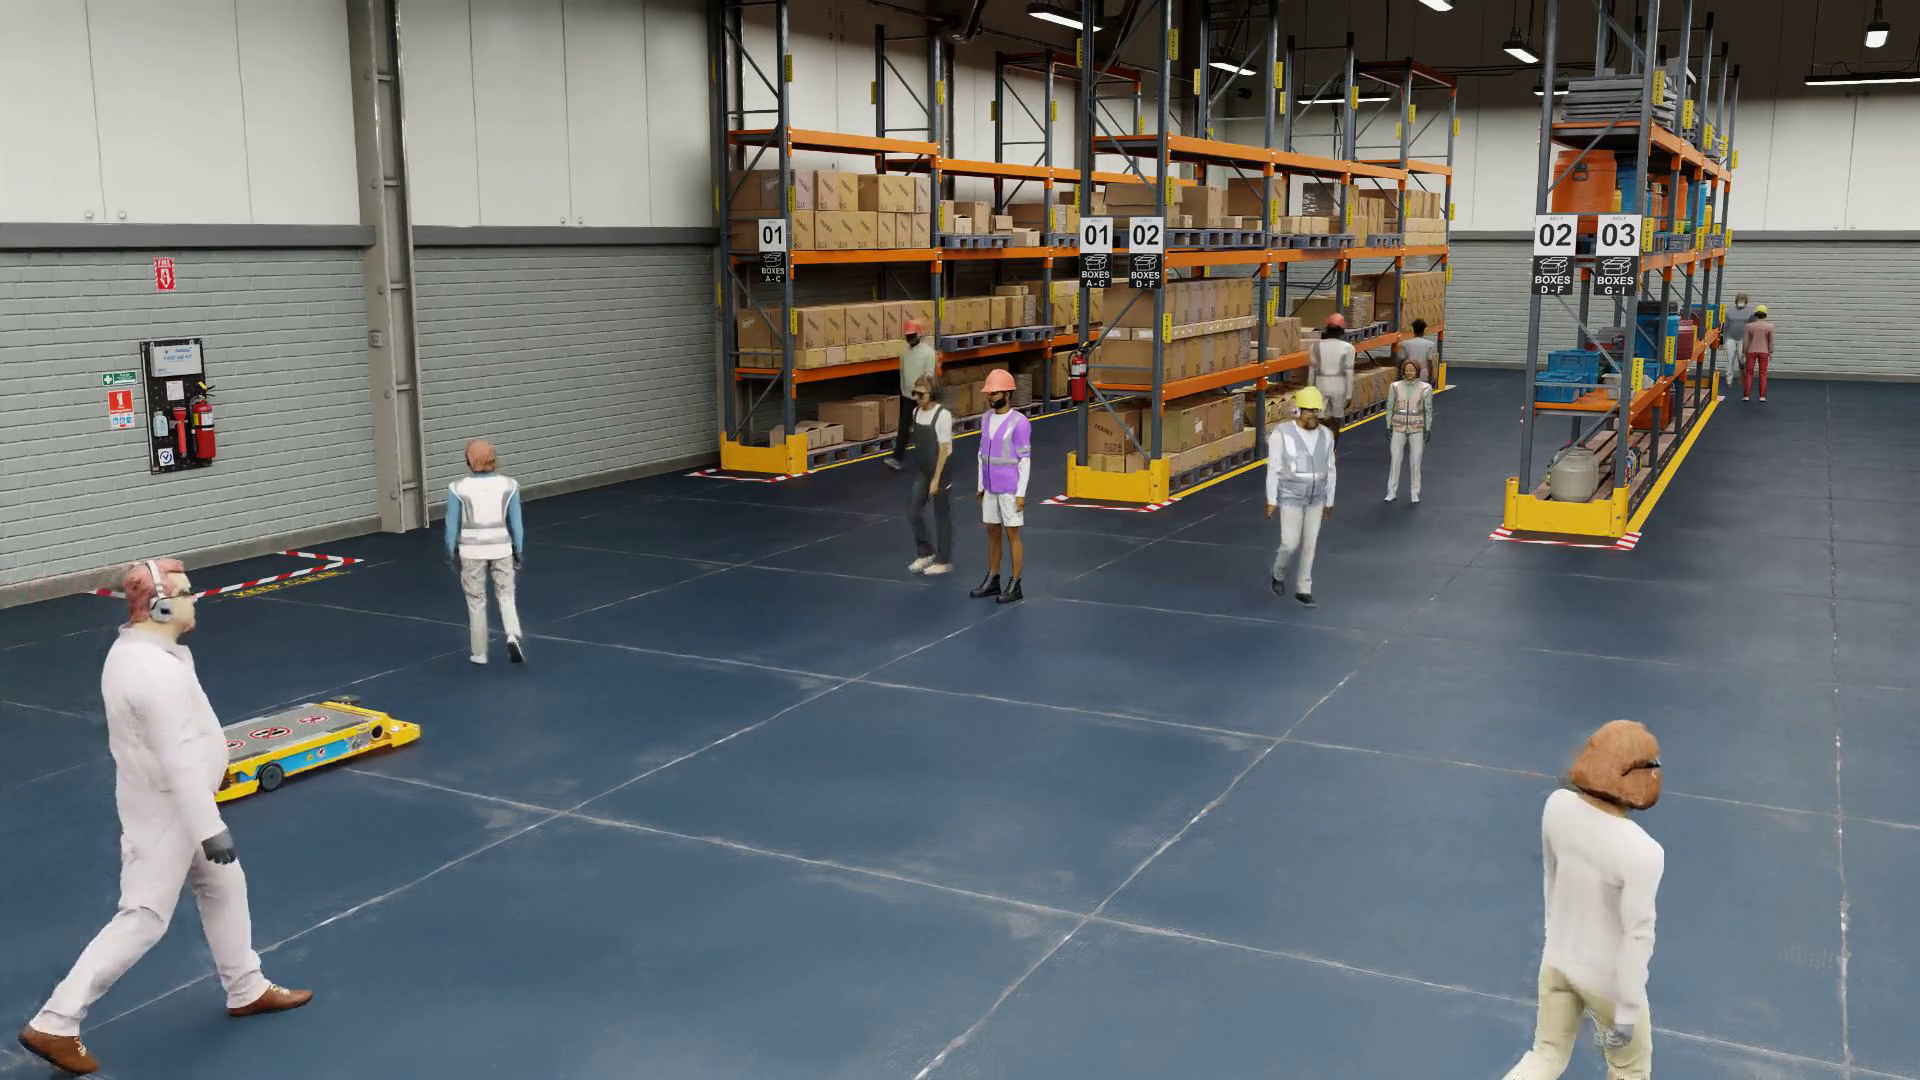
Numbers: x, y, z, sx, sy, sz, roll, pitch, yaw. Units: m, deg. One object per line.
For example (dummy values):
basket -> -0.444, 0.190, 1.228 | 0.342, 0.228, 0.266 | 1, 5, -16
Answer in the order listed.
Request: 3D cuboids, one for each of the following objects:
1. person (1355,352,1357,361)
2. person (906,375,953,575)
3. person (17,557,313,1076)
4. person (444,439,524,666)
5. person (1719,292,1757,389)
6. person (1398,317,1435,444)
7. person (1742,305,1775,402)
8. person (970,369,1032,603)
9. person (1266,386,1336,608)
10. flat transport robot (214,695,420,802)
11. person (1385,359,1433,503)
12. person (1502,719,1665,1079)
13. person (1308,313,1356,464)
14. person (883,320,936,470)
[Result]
person -> 7.672, -3.948, 32.944 | 0.593, 1.921, 0.392 | 4, 11, 22
person -> -0.252, -0.567, 14.806 | 0.501, 1.814, 0.536 | 9, 14, 42
person -> -2.999, 0.997, 6.142 | 0.961, 1.870, 0.644 | -5, 12, -27
person -> -3.318, 0.106, 11.637 | 0.539, 1.627, 0.504 | -6, 12, -29
person -> 15.431, -3.956, 32.993 | 0.651, 1.920, 0.486 | 6, 12, 29
person -> 6.668, -2.334, 24.368 | 0.521, 1.847, 0.841 | 4, 11, 20
person -> 14.592, -3.409, 30.428 | 0.533, 1.768, 0.310 | 4, 11, 21
person -> 0.336, -0.448, 13.806 | 0.369, 1.939, 0.542 | -9, 14, -41
person -> 2.794, -0.353, 13.608 | 0.616, 1.819, 0.429 | -3, 11, -18
flat transport robot -> -3.879, 1.173, 9.520 | 0.652, 0.197, 1.431 | 6, 12, 30
person -> 5.112, -1.243, 18.958 | 0.515, 1.642, 0.314 | 4, 11, 22
person -> 1.867, 1.323, 5.047 | 0.727, 1.611, 0.498 | -4, 11, -22
person -> 4.846, -1.958, 21.814 | 0.627, 2.023, 0.746 | 4, 11, 20
person -> -0.587, -1.873, 21.567 | 0.624, 1.941, 1.018 | 7, 13, 35
